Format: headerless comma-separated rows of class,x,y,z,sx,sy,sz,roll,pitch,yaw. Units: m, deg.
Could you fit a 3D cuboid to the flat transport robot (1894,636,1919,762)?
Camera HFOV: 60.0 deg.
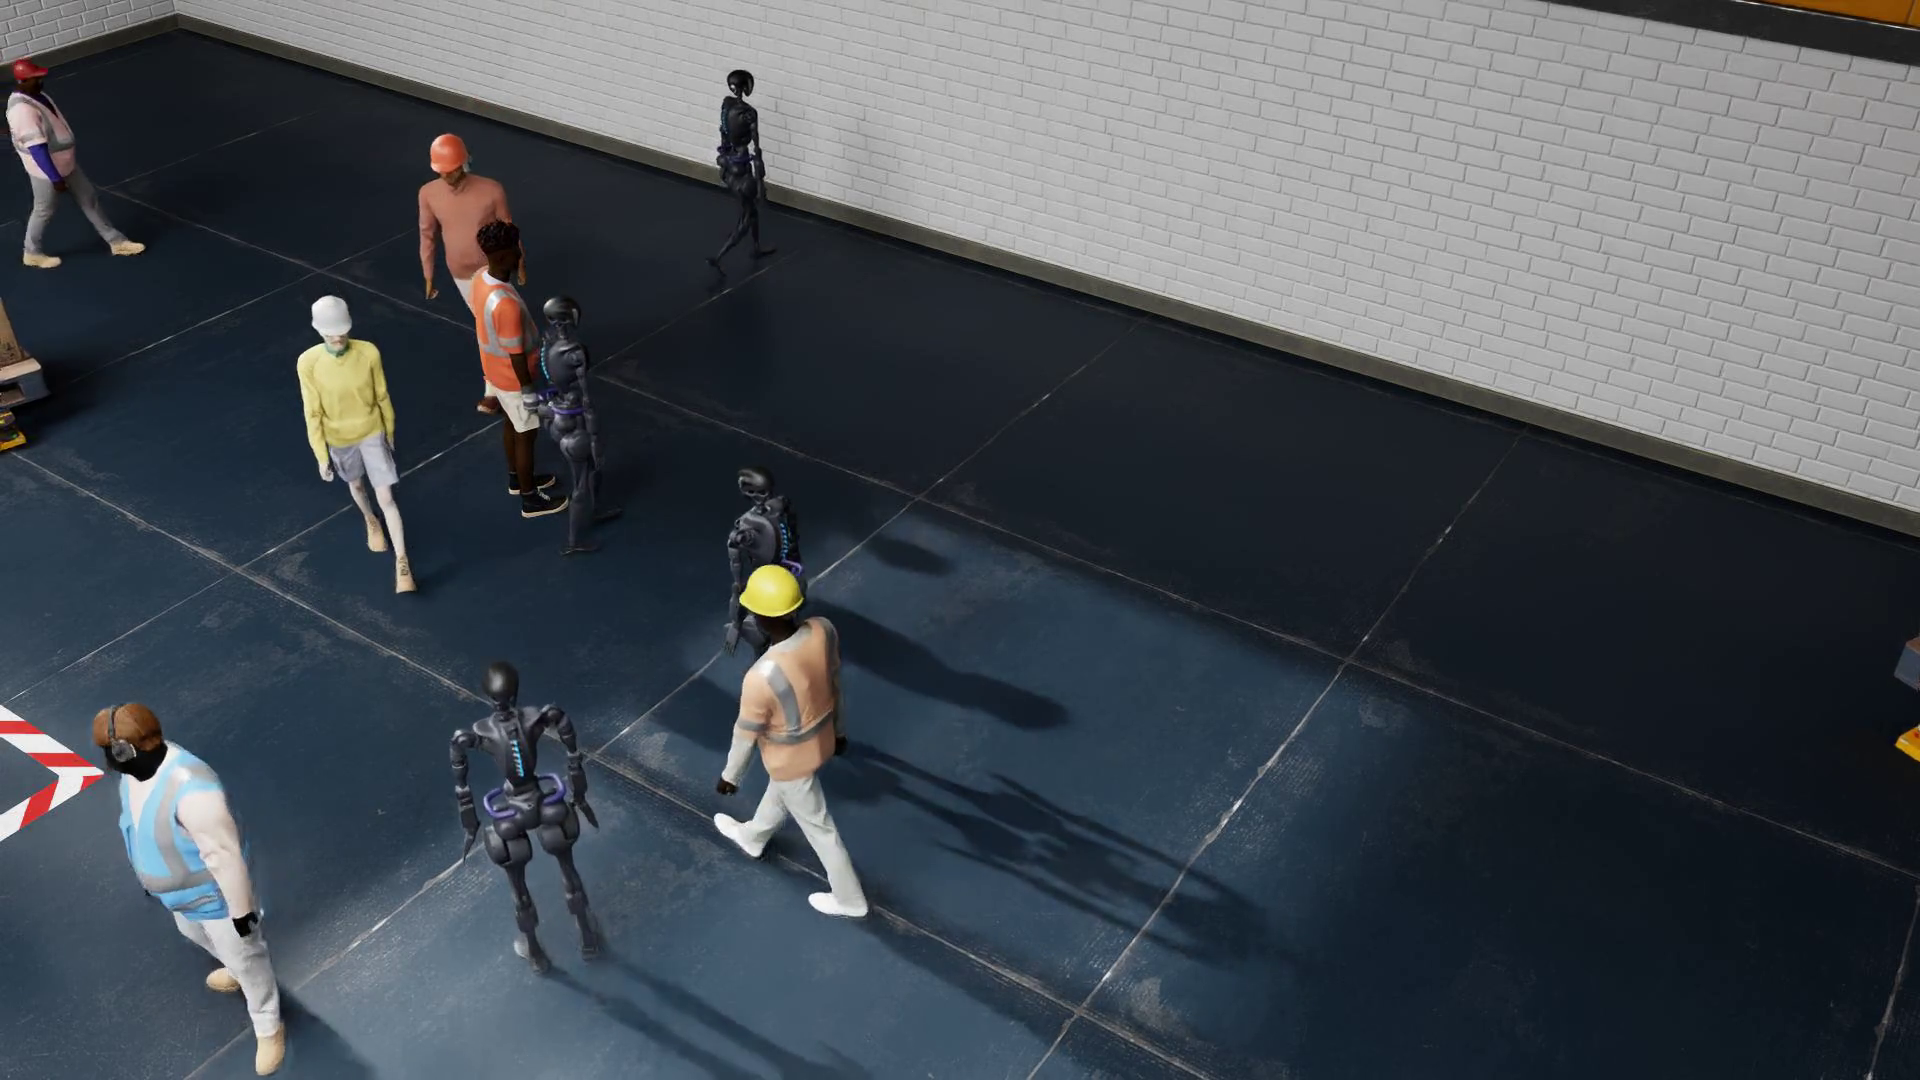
flat transport robot,5.739,0.985,8.855,1.431,0.231,0.659,-19,39,-25

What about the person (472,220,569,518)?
person,-2.760,-1.055,10.301,0.368,1.958,0.604,-17,38,-23

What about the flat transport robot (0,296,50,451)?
flat transport robot,-7.072,-0.903,11.554,0.659,0.231,1.431,-27,43,-33

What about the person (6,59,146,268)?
person,-7.283,-3.010,13.313,0.916,1.706,0.642,-5,35,-7

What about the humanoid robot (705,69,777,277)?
humanoid robot,-1.811,-2.945,13.275,0.748,1.633,0.609,-23,41,-30

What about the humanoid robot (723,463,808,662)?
humanoid robot,-0.918,0.331,8.579,0.652,1.628,0.610,19,39,25

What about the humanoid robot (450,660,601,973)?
humanoid robot,-1.893,1.228,7.286,0.598,1.667,0.349,-17,38,-22

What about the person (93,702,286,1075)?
person,-3.148,1.428,6.891,0.704,1.806,0.432,23,41,29

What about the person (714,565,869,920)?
person,-0.825,0.913,7.554,0.967,1.876,0.607,16,38,21

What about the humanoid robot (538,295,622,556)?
humanoid robot,-2.361,-0.720,10.068,0.514,1.636,0.590,-25,42,-31

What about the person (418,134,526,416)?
person,-3.372,-1.823,11.403,0.656,1.941,0.994,3,35,4

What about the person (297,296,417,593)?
person,-3.536,-0.583,9.728,0.483,1.837,0.960,-12,37,-17
